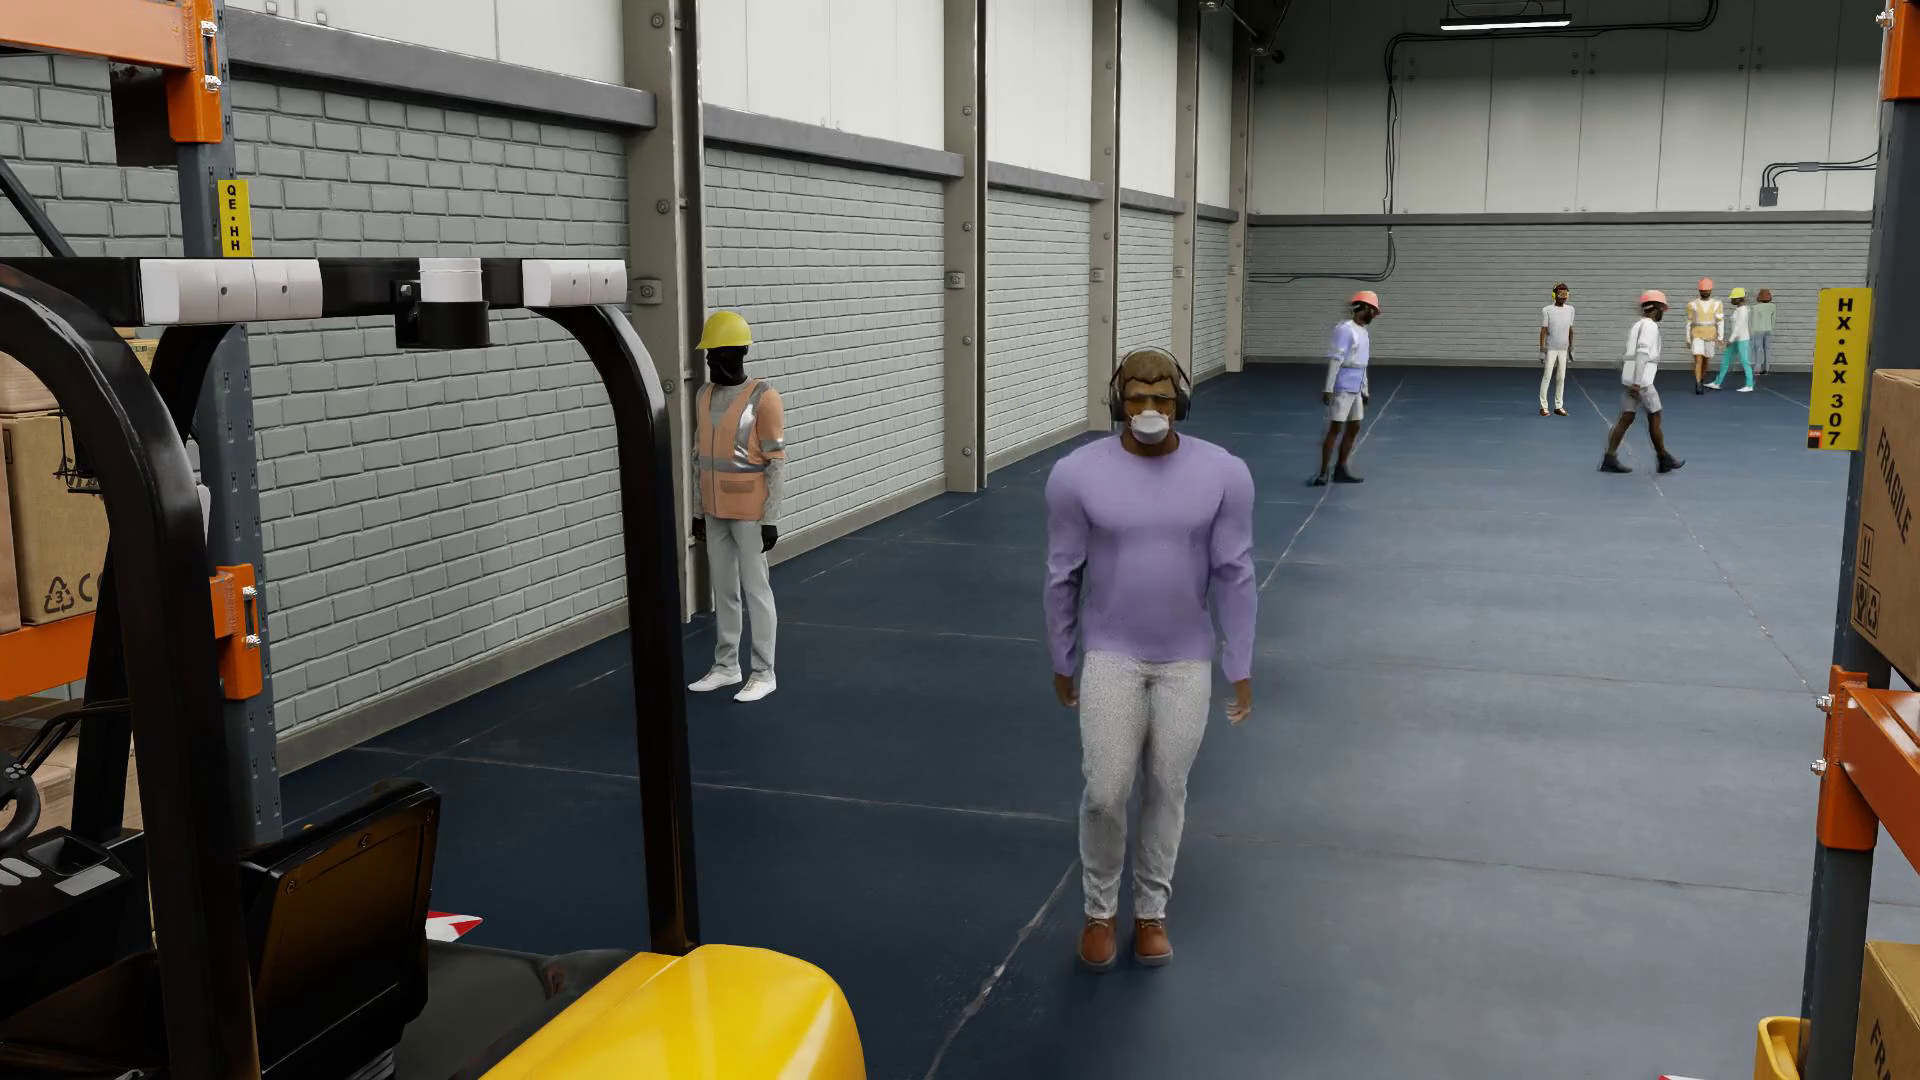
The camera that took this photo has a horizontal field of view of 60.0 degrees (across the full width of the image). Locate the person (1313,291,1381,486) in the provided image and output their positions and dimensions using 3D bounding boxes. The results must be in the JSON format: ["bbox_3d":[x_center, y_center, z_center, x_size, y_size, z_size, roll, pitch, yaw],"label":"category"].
[{"bbox_3d":[3.726,-1.455,16.089,0.434,1.888,0.737,8,13,40],"label":"person"}]

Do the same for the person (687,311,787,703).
[{"bbox_3d":[-1.122,-0.163,8.245,0.594,1.926,0.366,8,12,39],"label":"person"}]

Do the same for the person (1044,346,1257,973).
[{"bbox_3d":[0.578,0.380,5.045,0.633,1.921,0.530,0,10,-2],"label":"person"}]

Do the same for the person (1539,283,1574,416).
[{"bbox_3d":[8.376,-2.663,23.344,0.508,1.863,0.312,-2,10,-12],"label":"person"}]

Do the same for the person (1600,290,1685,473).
[{"bbox_3d":[7.055,-1.612,17.039,0.912,1.868,0.626,1,10,3],"label":"person"}]

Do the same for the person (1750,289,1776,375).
[{"bbox_3d":[15.316,-3.964,31.747,0.500,1.636,0.286,-3,10,-18],"label":"person"}]

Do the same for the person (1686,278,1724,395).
[{"bbox_3d":[12.213,-3.348,27.324,0.559,1.902,0.960,2,10,14],"label":"person"}]

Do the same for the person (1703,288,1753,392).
[{"bbox_3d":[12.821,-3.313,27.619,0.839,1.725,0.522,2,10,9],"label":"person"}]
